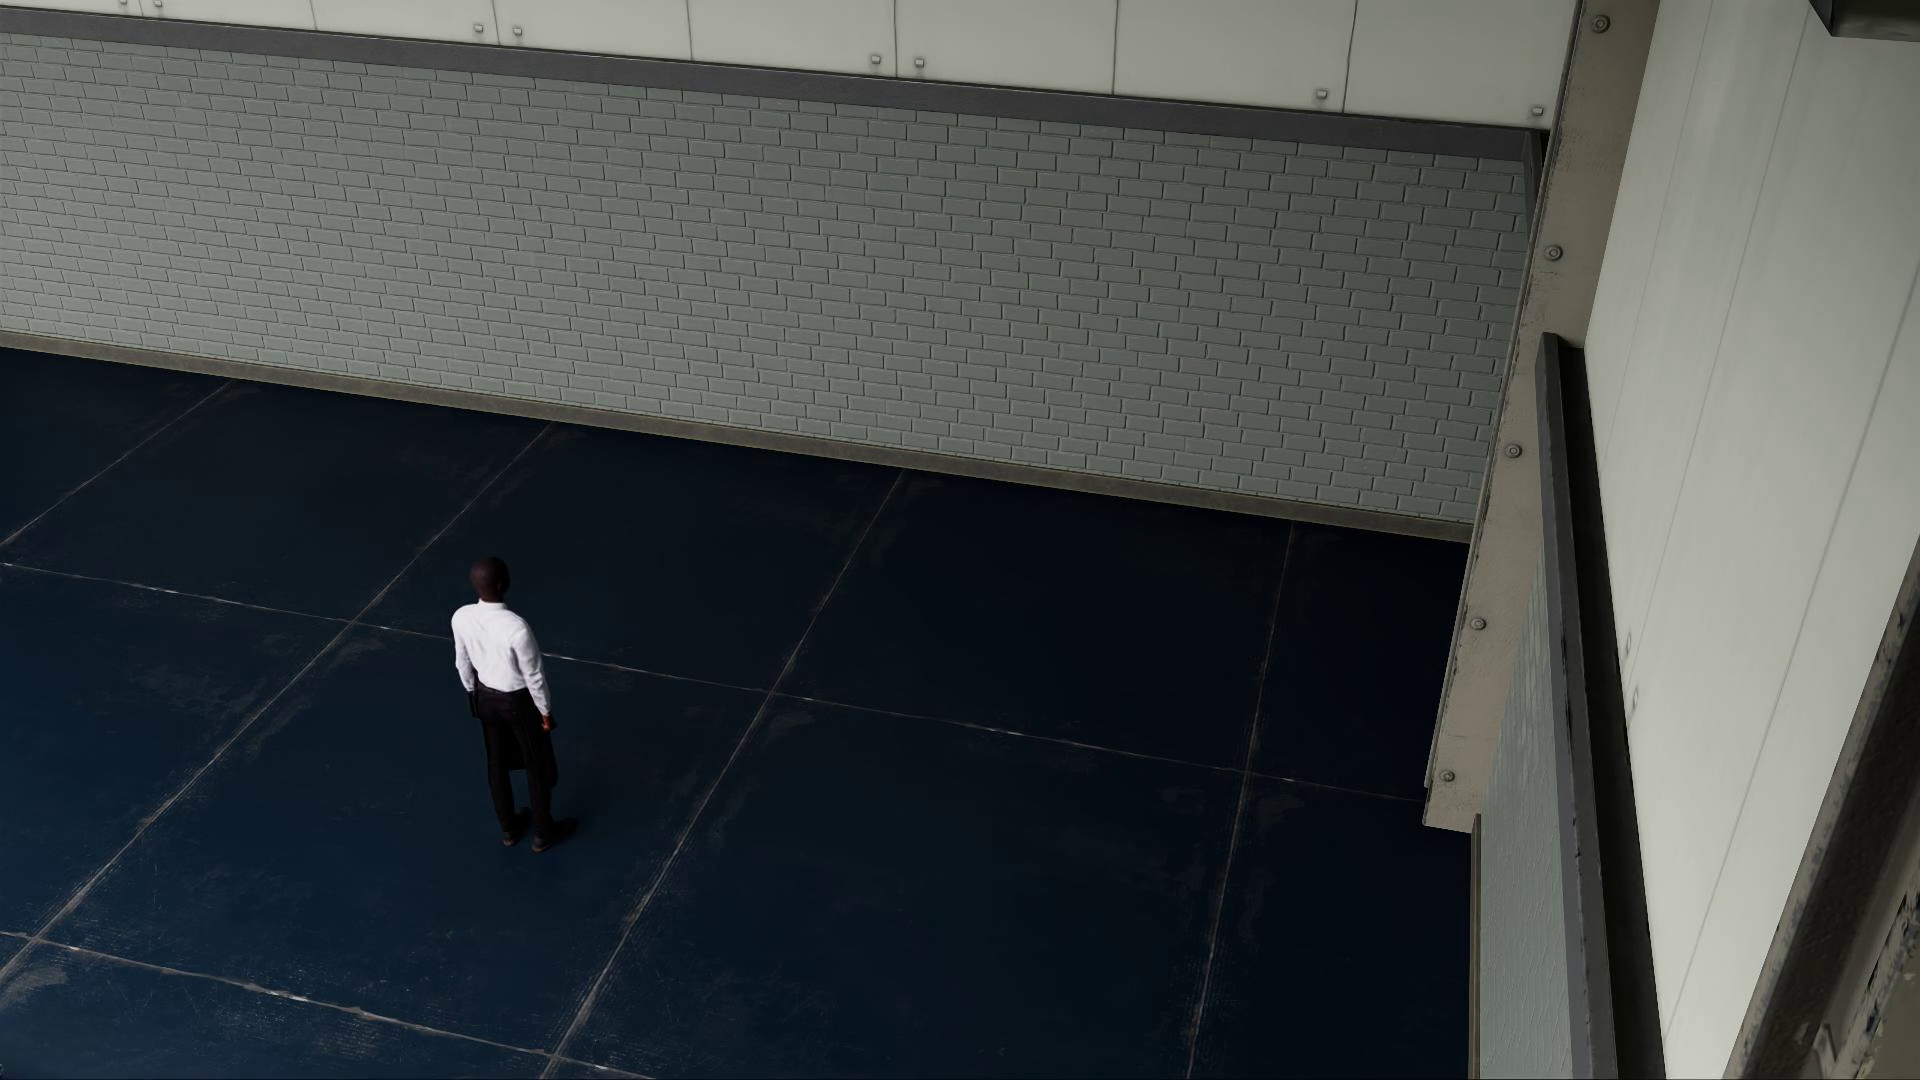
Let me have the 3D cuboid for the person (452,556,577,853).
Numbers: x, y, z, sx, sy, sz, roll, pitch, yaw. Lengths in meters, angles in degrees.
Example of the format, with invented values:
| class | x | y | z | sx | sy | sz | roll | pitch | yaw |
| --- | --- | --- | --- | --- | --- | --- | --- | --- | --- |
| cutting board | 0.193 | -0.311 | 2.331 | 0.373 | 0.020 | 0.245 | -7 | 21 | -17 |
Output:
| class | x | y | z | sx | sy | sz | roll | pitch | yaw |
| --- | --- | --- | --- | --- | --- | --- | --- | --- | --- |
| person | -2.425 | 0.889 | 8.936 | 0.652 | 1.835 | 0.525 | 10 | 34 | 15 |
